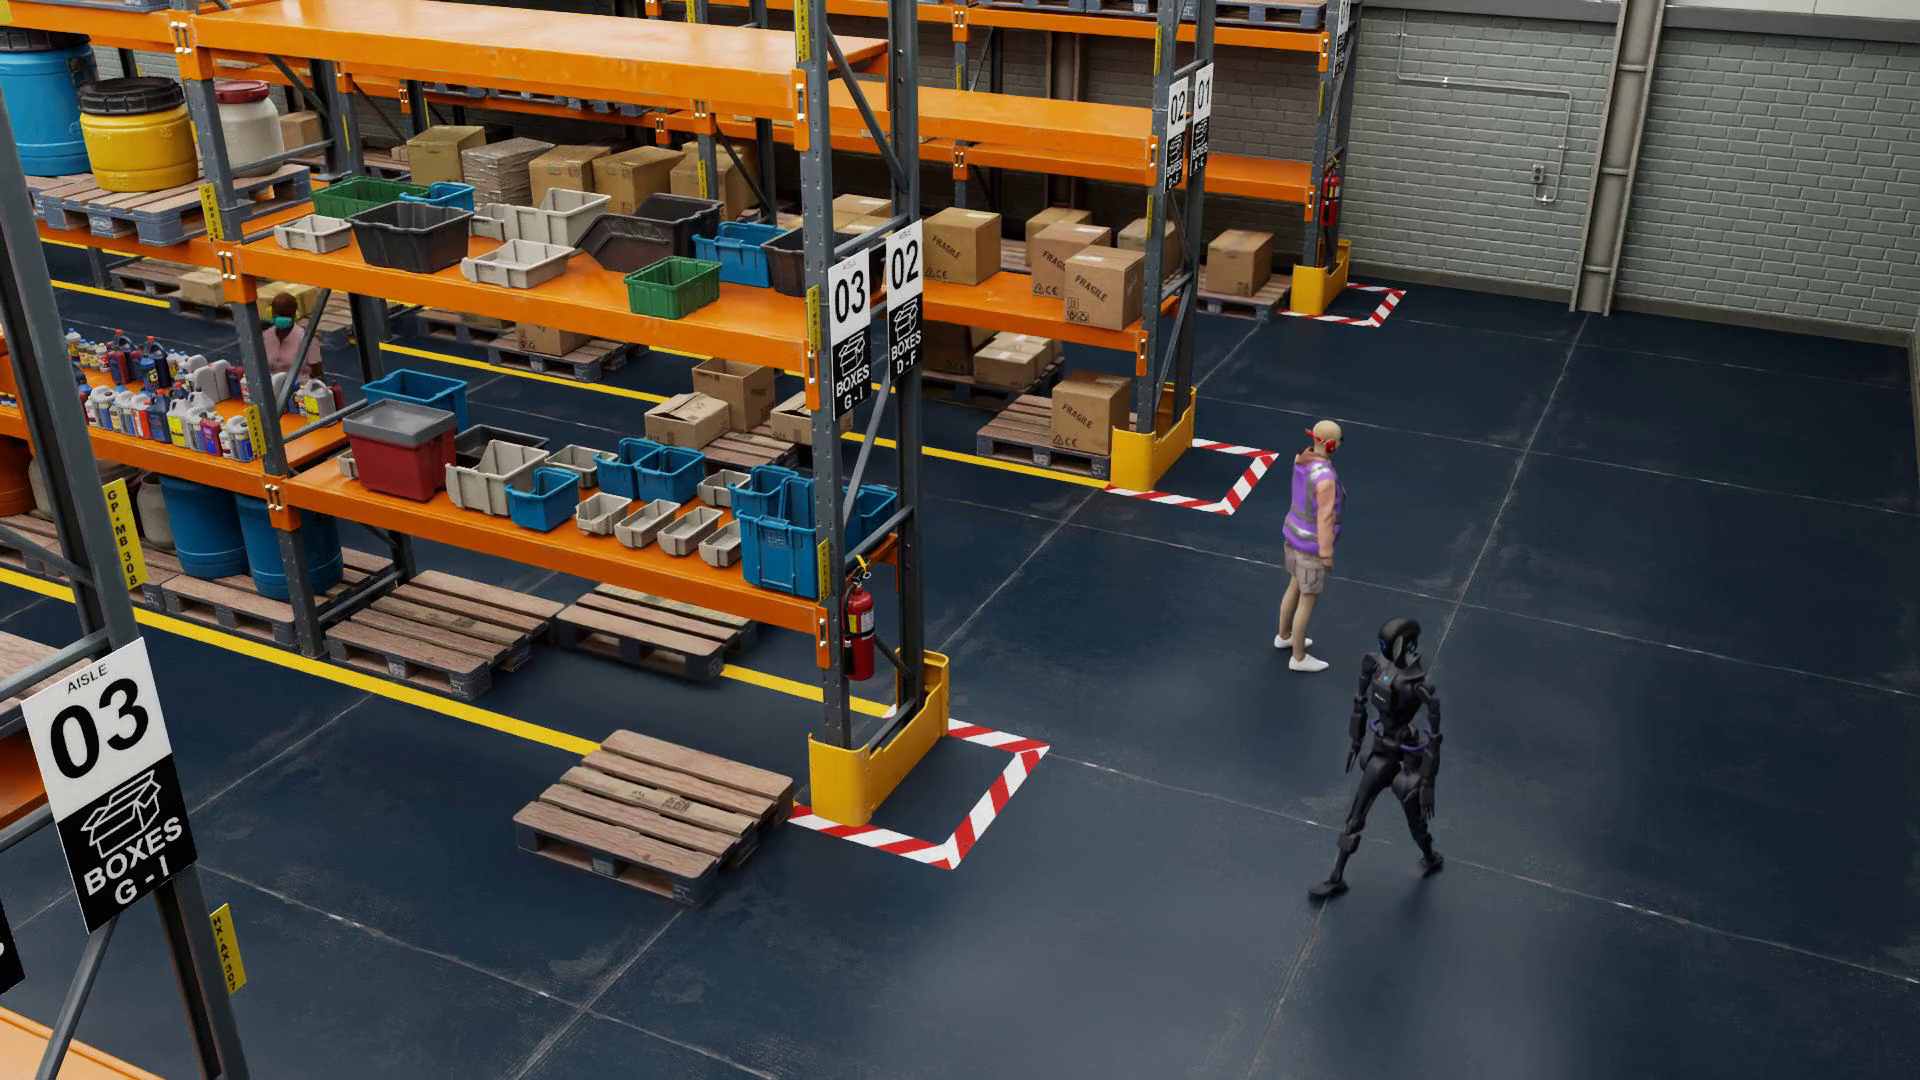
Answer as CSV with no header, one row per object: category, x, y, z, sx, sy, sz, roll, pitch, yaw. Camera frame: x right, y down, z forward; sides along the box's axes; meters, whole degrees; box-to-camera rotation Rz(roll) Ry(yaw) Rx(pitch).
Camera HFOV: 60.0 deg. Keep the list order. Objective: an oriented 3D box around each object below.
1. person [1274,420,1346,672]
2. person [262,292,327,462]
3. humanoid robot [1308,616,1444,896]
person,2.243,0.024,10.659,0.350,1.688,0.493,-4,27,-7
person,-5.132,-1.027,12.695,0.678,1.777,0.337,2,26,4
humanoid robot,2.235,1.125,8.509,0.821,1.623,0.611,-16,30,-29
